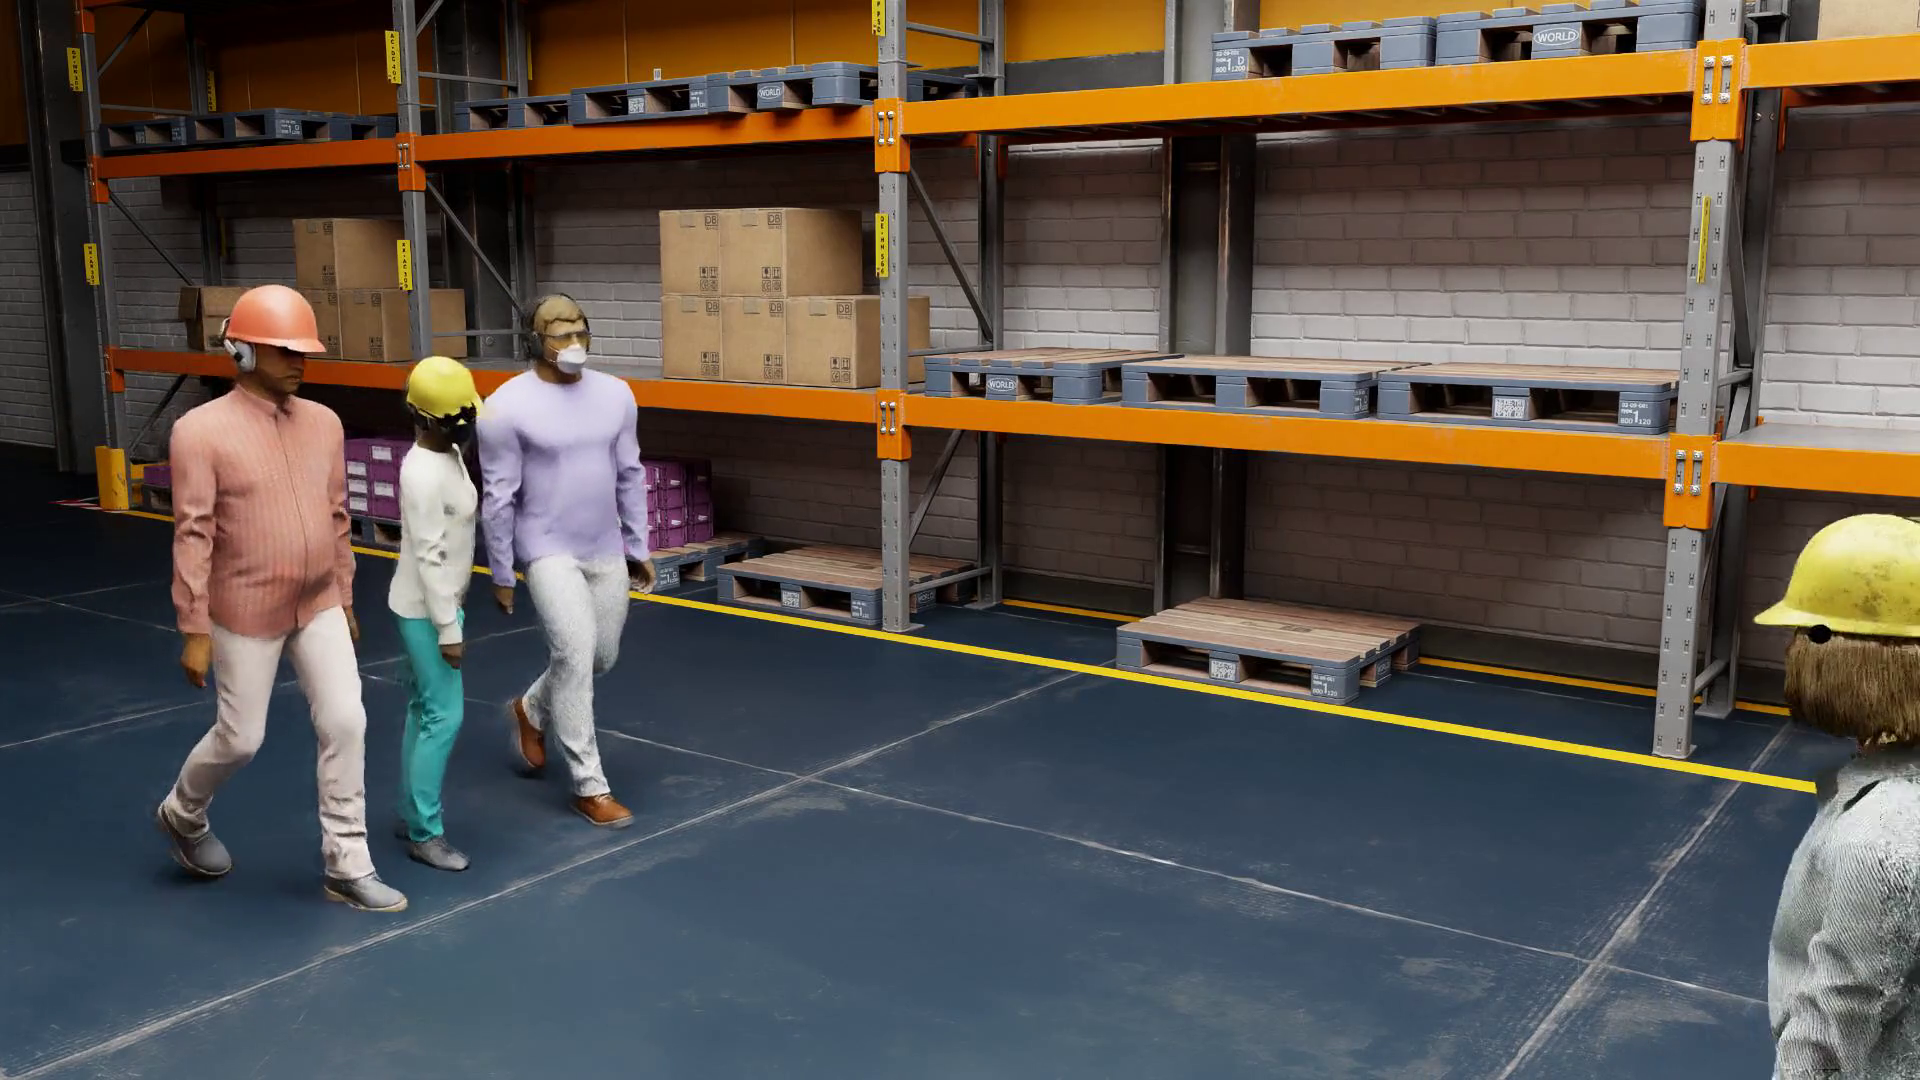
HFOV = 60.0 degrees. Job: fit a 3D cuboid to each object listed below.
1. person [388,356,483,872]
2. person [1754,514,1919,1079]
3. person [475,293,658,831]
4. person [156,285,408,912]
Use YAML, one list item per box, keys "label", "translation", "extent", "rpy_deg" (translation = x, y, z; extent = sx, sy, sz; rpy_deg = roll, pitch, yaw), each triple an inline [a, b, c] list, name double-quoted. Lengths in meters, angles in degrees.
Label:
- label: "person"
  translation: [-1.765, 0.229, 5.630]
  extent: [0.383, 1.718, 0.696]
  rpy_deg: [-2, 10, -13]
- label: "person"
  translation: [1.231, 0.815, 2.184]
  extent: [0.867, 1.707, 0.496]
  rpy_deg: [6, 11, 30]
- label: "person"
  translation: [-1.485, 0.050, 6.123]
  extent: [0.850, 1.916, 0.629]
  rpy_deg: [9, 13, 43]
- label: "person"
  translation: [-2.204, 0.192, 5.175]
  extent: [0.878, 1.960, 0.649]
  rpy_deg: [6, 11, 30]
